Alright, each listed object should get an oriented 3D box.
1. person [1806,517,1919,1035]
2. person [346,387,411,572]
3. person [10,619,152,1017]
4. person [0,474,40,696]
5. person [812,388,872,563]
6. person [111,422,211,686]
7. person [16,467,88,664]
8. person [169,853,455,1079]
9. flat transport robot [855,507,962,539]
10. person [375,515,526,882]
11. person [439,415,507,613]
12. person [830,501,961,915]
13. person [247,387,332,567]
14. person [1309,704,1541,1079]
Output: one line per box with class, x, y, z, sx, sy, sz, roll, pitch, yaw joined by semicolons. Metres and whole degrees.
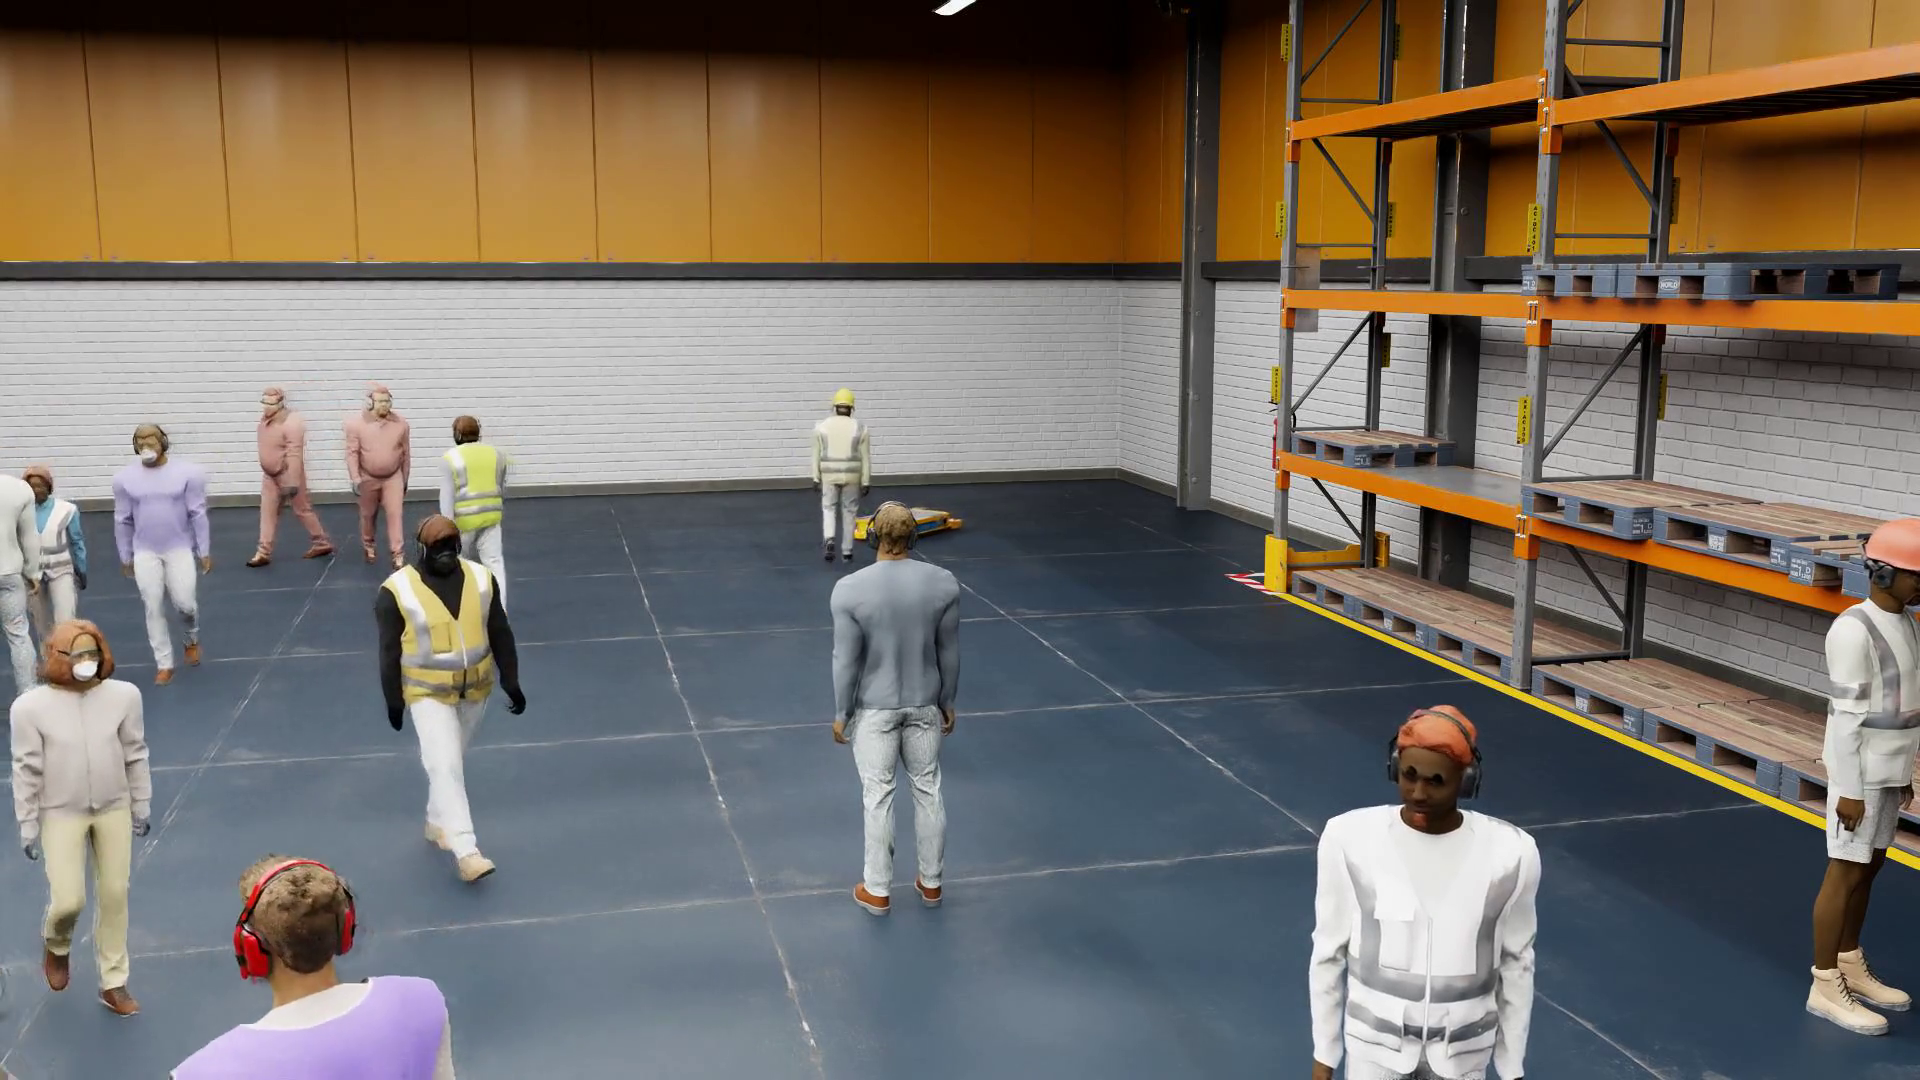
person;3.650;0.917;6.609;0.606;2.039;0.381;-9;13;-43
person;-5.896;-0.635;16.897;0.638;1.861;1.021;-4;10;-26
person;-3.525;1.105;6.699;0.435;1.621;0.514;8;12;42
person;-6.444;0.256;11.045;0.355;1.936;0.635;8;12;42
person;-1.210;-0.647;17.047;0.619;1.818;0.501;0;9;3
person;-5.820;0.088;12.156;0.642;1.917;0.510;-2;9;-14
person;-6.575;0.277;11.975;0.506;1.592;0.884;-4;10;-24
person;-1.394;1.528;3.491;0.908;1.803;0.598;7;12;39
flat transport robot;-0.643;-0.183;18.973;0.652;0.197;1.431;6;11;33
person;-2.537;0.763;8.334;0.635;1.794;0.956;-8;12;-42
person;-4.143;-0.143;13.962;0.925;1.796;0.638;9;13;44
person;-0.301;0.781;7.762;0.627;1.940;0.370;-3;10;-19
person;-6.961;-0.660;17.110;0.691;1.842;0.974;5;10;30
person;1.212;1.348;4.396;0.585;1.884;0.354;2;9;10
